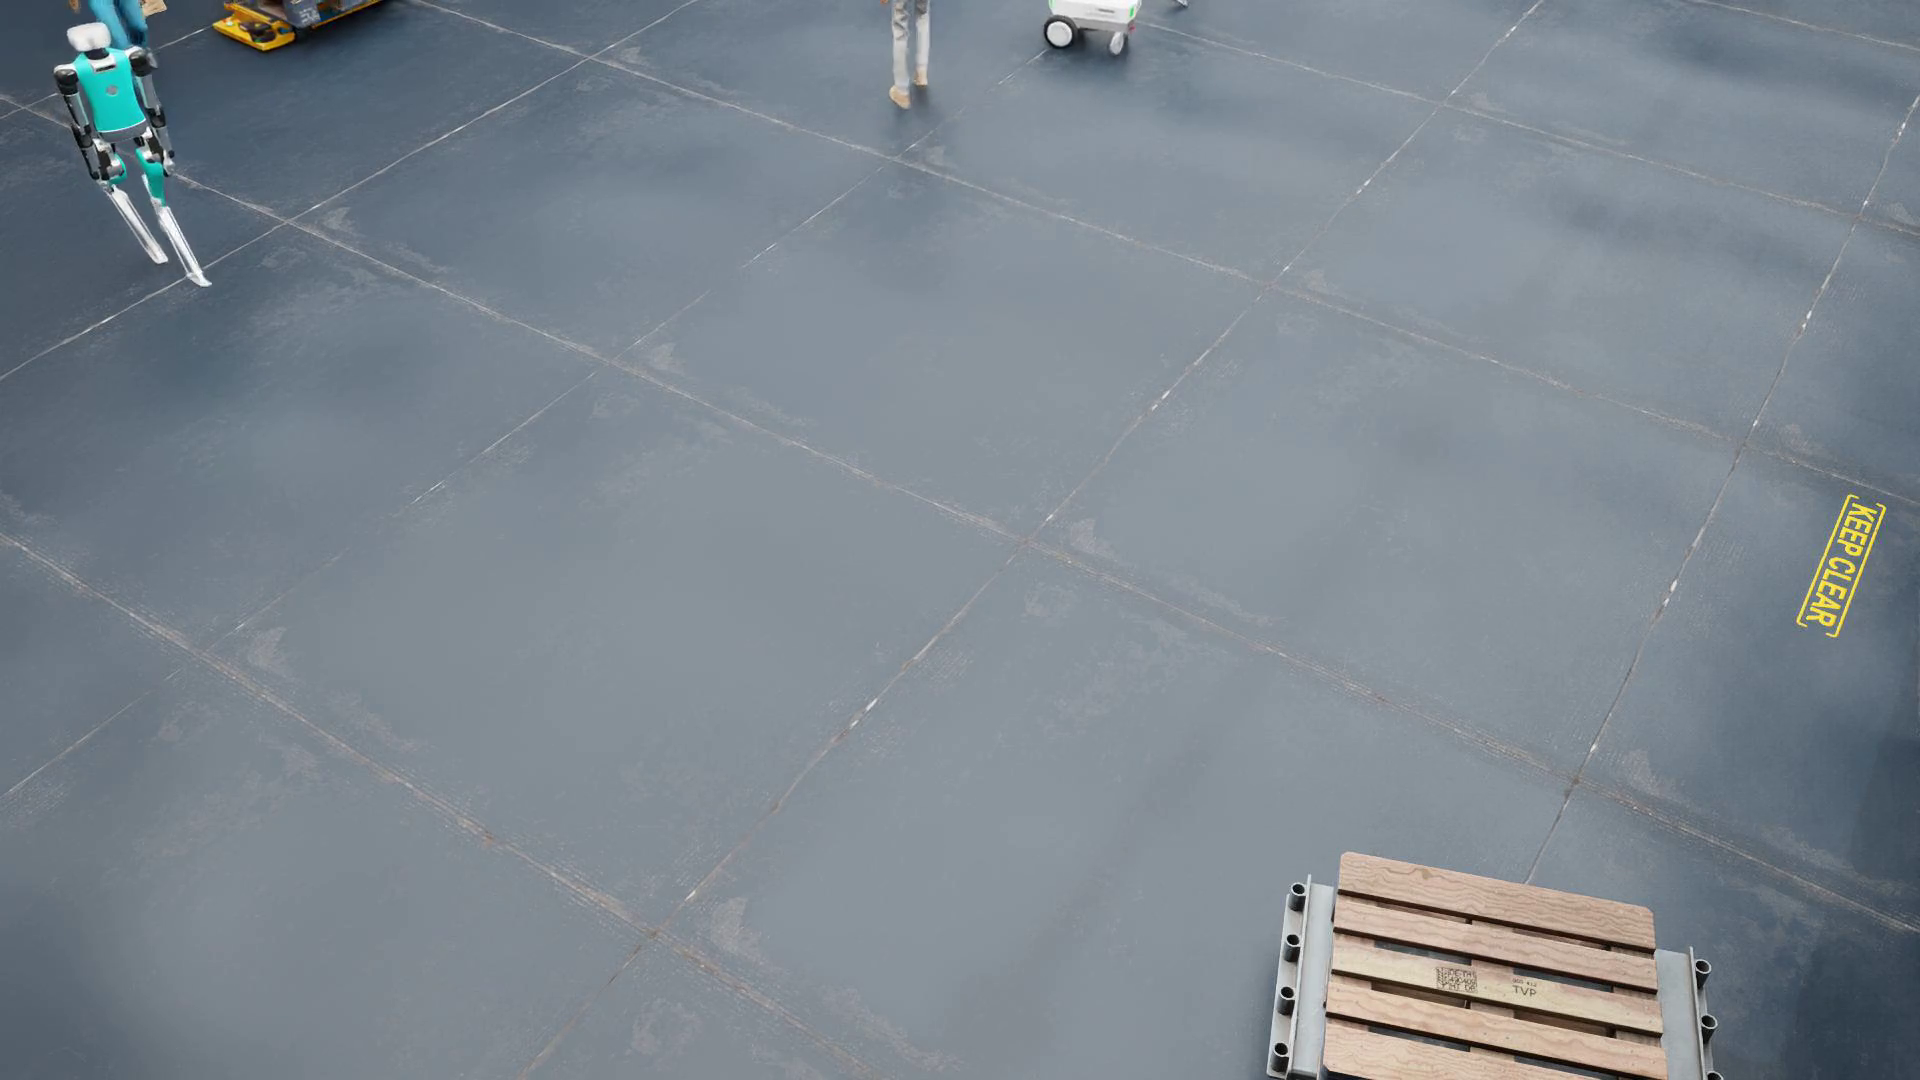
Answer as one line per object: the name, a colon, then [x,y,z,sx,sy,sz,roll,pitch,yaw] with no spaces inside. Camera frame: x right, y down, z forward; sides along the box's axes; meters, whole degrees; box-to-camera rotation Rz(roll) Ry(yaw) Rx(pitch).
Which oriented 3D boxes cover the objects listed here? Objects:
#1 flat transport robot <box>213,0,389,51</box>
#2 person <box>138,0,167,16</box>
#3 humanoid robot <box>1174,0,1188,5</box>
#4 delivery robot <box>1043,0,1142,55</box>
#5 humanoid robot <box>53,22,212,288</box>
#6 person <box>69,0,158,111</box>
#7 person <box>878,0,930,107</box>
flat transport robot: [-5.374,-4.450,13.759,0.659,0.231,1.431,27,48,27]
person: [-6.812,-5.100,13.377,0.327,1.747,0.479,-21,46,-21]
humanoid robot: [1.911,-5.245,13.578,0.574,1.761,0.948,31,50,30]
delivery robot: [1.052,-4.232,13.300,0.765,0.594,0.525,11,43,12]
humanoid robot: [-5.232,-2.429,10.412,0.540,1.791,0.832,-28,49,-28]
person: [-6.330,-4.137,12.257,0.634,1.805,0.757,-23,47,-24]
person: [-0.380,-4.128,12.220,0.491,1.849,0.551,-10,43,-11]
